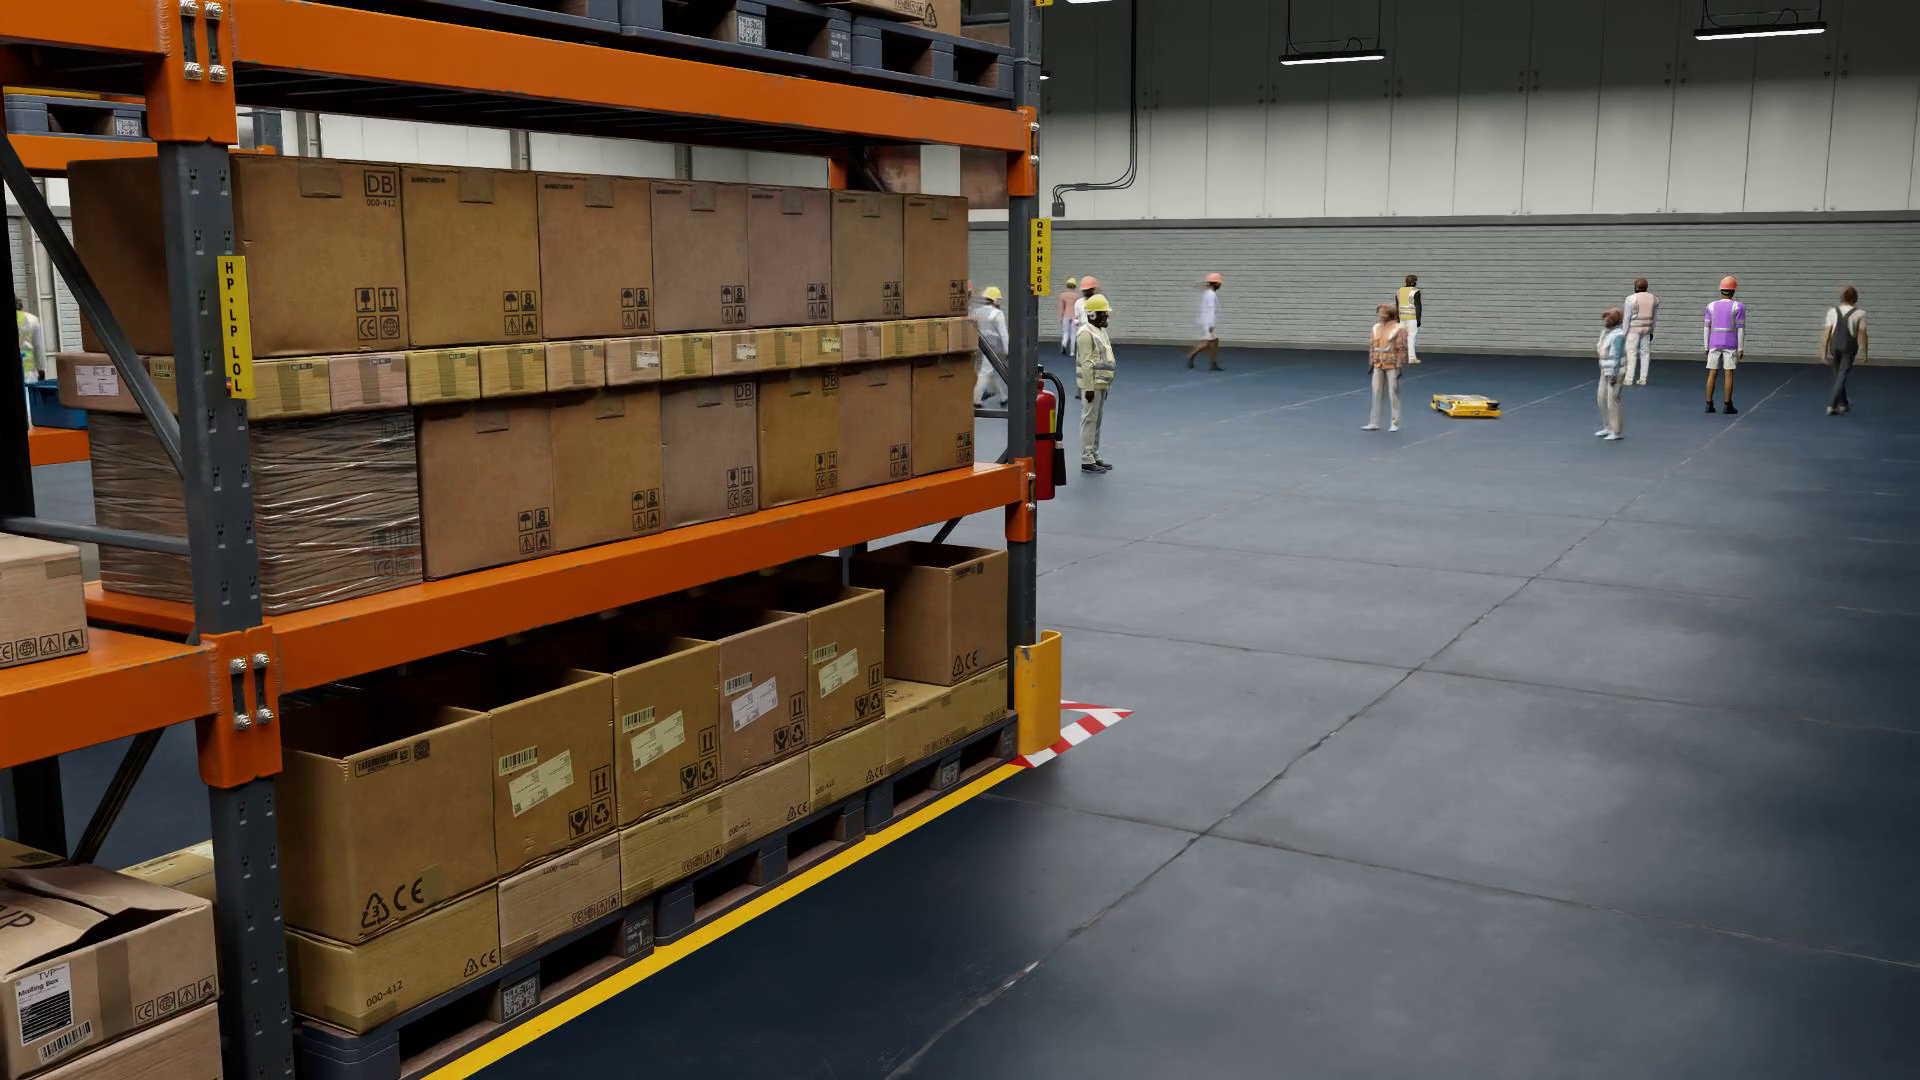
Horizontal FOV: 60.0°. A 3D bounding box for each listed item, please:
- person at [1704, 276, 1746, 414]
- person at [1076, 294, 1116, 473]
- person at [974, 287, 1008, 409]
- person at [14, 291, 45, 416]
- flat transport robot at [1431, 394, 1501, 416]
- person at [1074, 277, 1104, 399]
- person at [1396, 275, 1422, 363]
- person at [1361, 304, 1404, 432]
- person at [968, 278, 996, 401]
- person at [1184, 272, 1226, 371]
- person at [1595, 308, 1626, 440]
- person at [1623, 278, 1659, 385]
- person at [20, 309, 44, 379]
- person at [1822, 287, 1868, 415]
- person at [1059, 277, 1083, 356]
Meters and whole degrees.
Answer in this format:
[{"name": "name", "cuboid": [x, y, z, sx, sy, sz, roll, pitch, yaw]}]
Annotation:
[{"name": "person", "cuboid": [10.822, -2.754, 23.547, 0.552, 1.942, 0.342, 9, 13, 42]}, {"name": "person", "cuboid": [1.407, -1.612, 17.183, 0.404, 1.833, 0.590, 3, 10, 18]}, {"name": "person", "cuboid": [0.472, -2.767, 24.104, 0.951, 1.779, 0.611, -7, 12, -36]}, {"name": "person", "cuboid": [-11.242, -2.046, 19.785, 0.640, 1.821, 0.554, -3, 10, -14]}, {"name": "flat transport robot", "cuboid": [7.143, -1.914, 23.518, 0.652, 0.197, 1.431, 1, 10, 4]}, {"name": "person", "cuboid": [1.993, -3.133, 25.883, 0.534, 1.895, 0.800, 3, 10, 20]}, {"name": "person", "cuboid": [9.382, -4.608, 34.702, 0.429, 1.844, 0.625, -7, 12, -34]}, {"name": "person", "cuboid": [5.415, -2.185, 21.184, 0.465, 1.624, 0.527, -7, 12, -36]}, {"name": "person", "cuboid": [0.112, -3.058, 25.472, 0.962, 1.888, 0.573, 0, 10, 1]}, {"name": "person", "cuboid": [4.783, -4.224, 32.245, 0.740, 1.917, 0.552, 1, 10, 7]}, {"name": "person", "cuboid": [7.886, -2.006, 20.132, 0.403, 1.605, 0.543, 0, 10, -2]}, {"name": "person", "cuboid": [11.720, -3.592, 28.756, 0.630, 1.843, 0.429, -2, 10, -12]}, {"name": "person", "cuboid": [-11.514, -2.052, 20.381, 0.511, 1.623, 0.472, -6, 11, -31]}, {"name": "person", "cuboid": [12.509, -2.666, 23.483, 0.989, 1.793, 0.532, -9, 13, -42]}, {"name": "person", "cuboid": [2.495, -4.965, 37.052, 0.530, 1.755, 0.363, 3, 10, 17]}]
